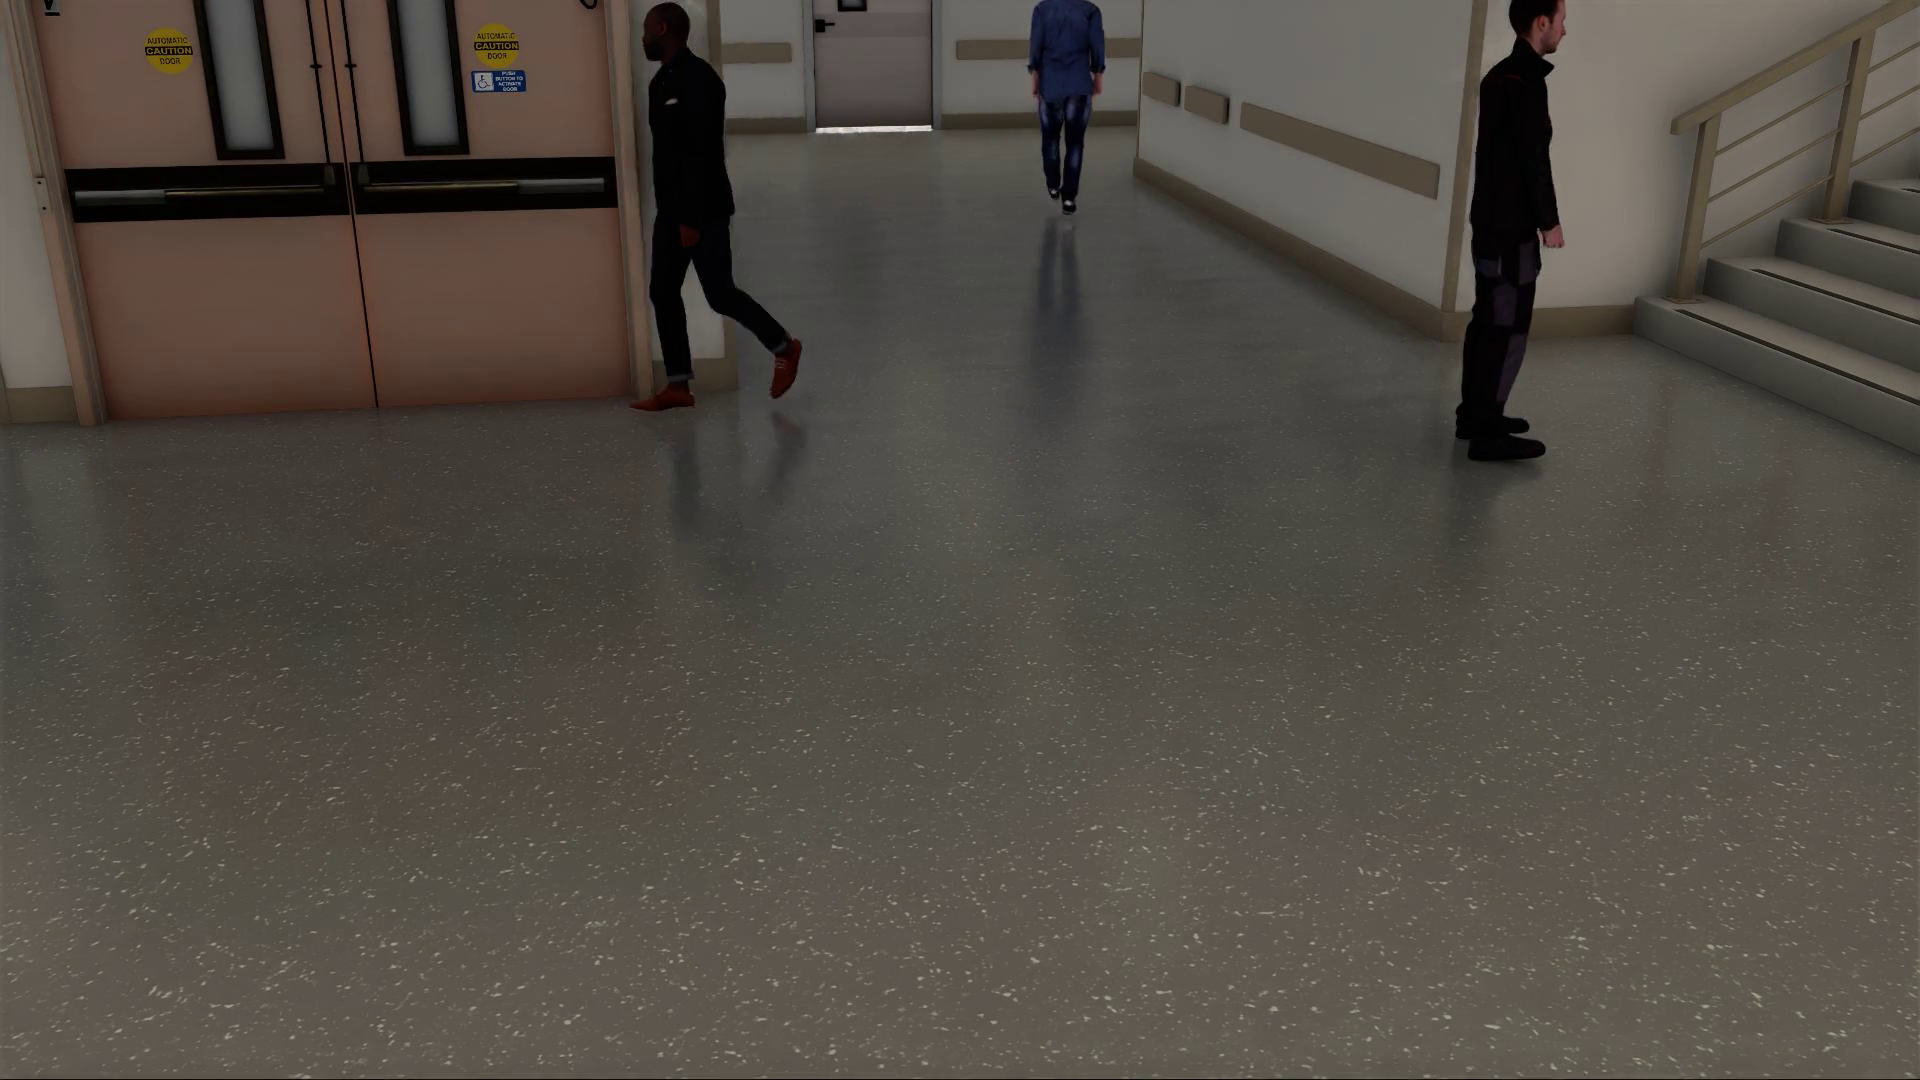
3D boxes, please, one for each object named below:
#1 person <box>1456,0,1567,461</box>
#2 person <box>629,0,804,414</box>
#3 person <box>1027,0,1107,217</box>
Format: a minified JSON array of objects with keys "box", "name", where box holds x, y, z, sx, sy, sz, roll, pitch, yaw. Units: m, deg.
[{"box":[2.224,-1.273,6.799,0.710,1.907,0.747,1,21,2],"name":"person"},{"box":[-1.102,-1.448,7.444,1.223,1.778,1.025,-16,26,-36],"name":"person"},{"box":[0.781,-3.264,12.240,1.215,1.775,1.055,3,21,7],"name":"person"}]
